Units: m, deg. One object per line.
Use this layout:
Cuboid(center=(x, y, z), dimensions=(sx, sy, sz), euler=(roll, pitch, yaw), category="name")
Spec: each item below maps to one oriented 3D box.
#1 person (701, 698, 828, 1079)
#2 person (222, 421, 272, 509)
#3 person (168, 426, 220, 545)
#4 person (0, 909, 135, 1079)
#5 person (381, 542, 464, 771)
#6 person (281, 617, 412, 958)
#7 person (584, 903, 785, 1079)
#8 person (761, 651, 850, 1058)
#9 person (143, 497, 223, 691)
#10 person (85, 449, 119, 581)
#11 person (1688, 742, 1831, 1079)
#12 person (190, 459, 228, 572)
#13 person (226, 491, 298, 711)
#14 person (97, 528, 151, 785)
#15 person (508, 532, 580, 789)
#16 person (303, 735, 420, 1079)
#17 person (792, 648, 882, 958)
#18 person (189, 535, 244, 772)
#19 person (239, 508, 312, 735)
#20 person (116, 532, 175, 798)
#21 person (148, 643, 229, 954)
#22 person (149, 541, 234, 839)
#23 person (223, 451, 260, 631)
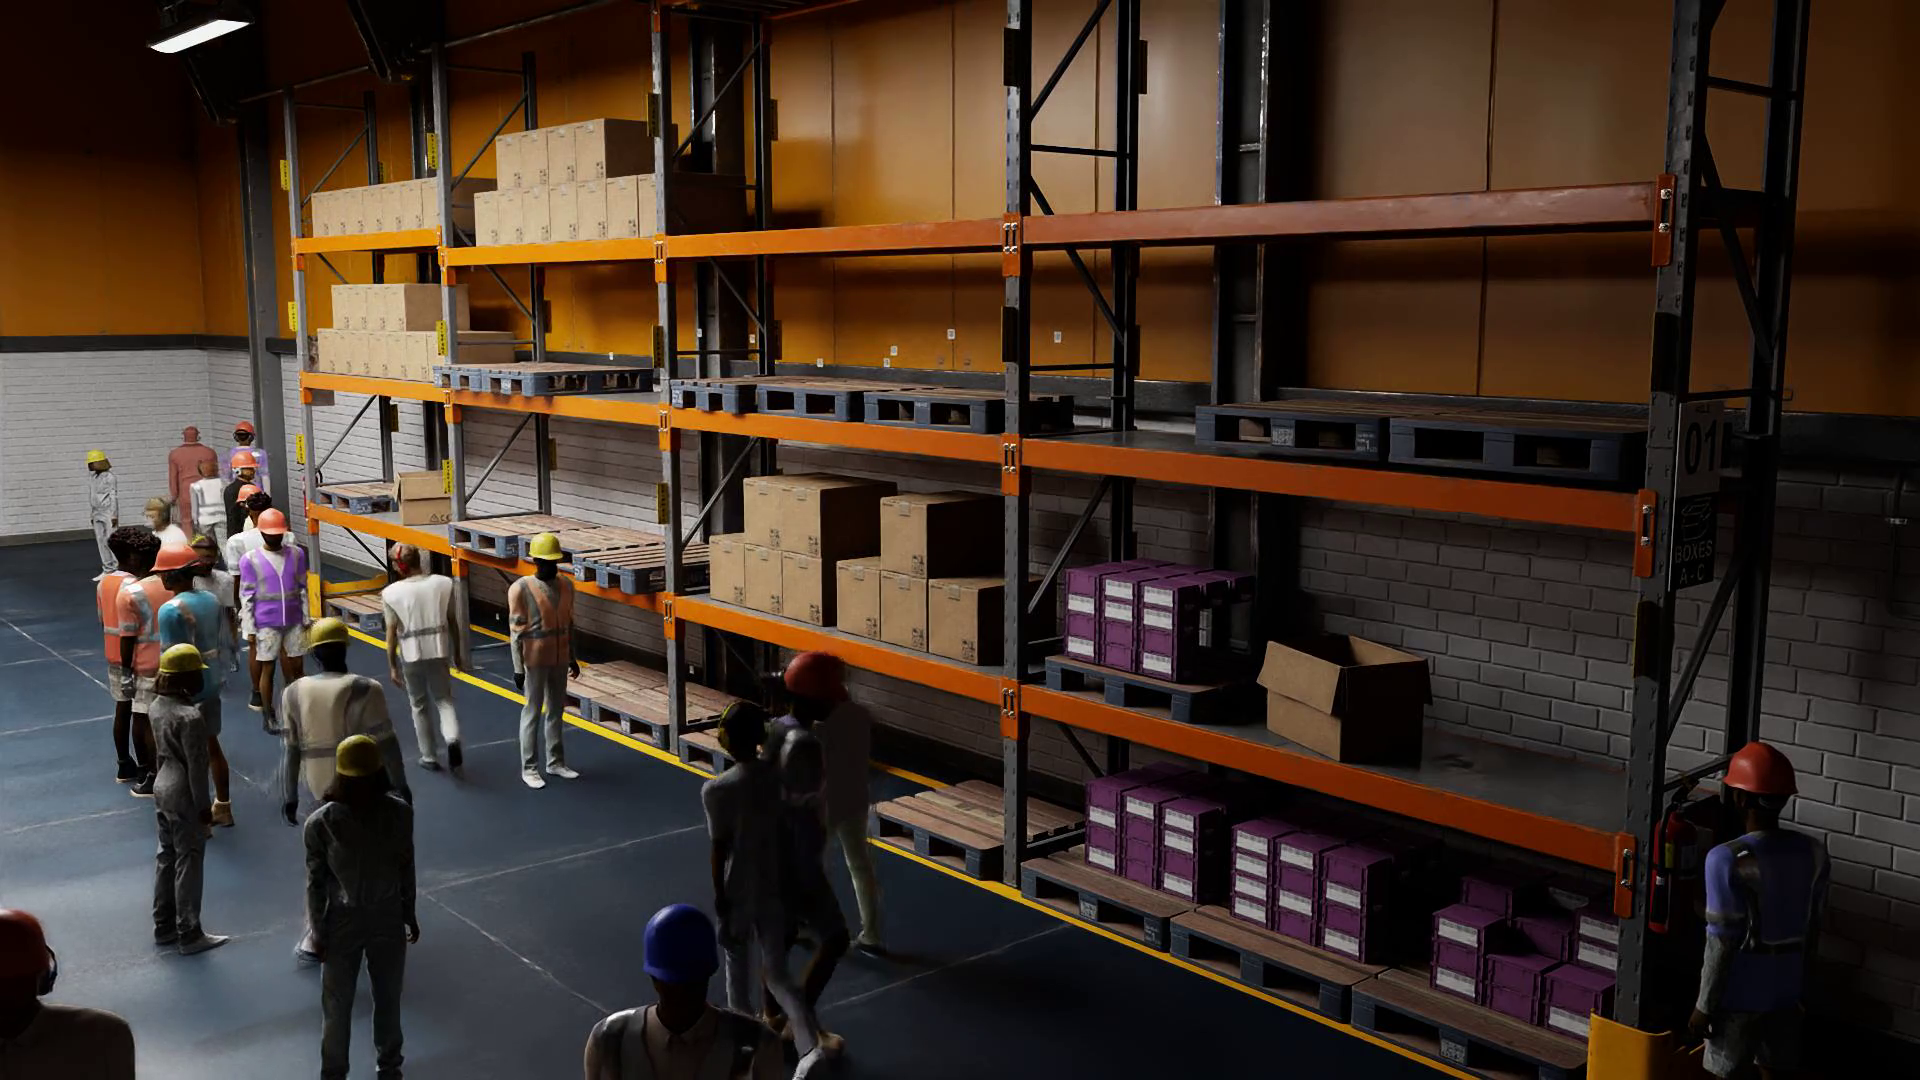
Cuboid(center=(-0.870, 1.660, 7.624), dimensions=(0.530, 1.825, 0.800), euler=(-5, 10, -32), category="person")
Cuboid(center=(-9.568, -0.577, 22.374), dimensions=(0.605, 2.037, 0.391), euler=(-1, 8, -5), category="person")
Cuboid(center=(-10.718, -0.645, 23.303), dimensions=(0.652, 1.904, 0.402), euler=(-5, 9, -30), category="person")
Cuboid(center=(-2.633, 1.990, 4.716), dimensions=(0.617, 1.986, 0.408), euler=(-4, 9, -24), category="person")
Cuboid(center=(-4.089, 0.917, 12.743), dimensions=(0.609, 1.811, 0.584), euler=(-5, 10, -33), category="person")
Cuboid(center=(-3.501, 1.384, 9.395), dimensions=(0.673, 1.865, 0.959), euler=(1, 8, 9), category="person")
Cuboid(center=(-0.799, 1.990, 4.826), dimensions=(0.607, 1.951, 0.378), euler=(0, 8, 1), category="person")
Cuboid(center=(-0.735, 1.508, 7.929), dimensions=(0.482, 2.016, 0.724), euler=(-4, 9, -24), category="person")
Cuboid(center=(-7.213, 0.536, 15.152), dimensions=(0.655, 1.883, 0.944), euler=(8, 11, 43), category="person")
Cuboid(center=(-11.137, -0.314, 21.602), dimensions=(0.490, 1.733, 0.318), euler=(4, 9, 26), category="person")
Cuboid(center=(3.102, 1.750, 6.541), dimensions=(0.549, 1.936, 0.376), euler=(-3, 9, -18), category="person")
Cuboid(center=(-9.673, -0.246, 21.543), dimensions=(0.525, 1.609, 0.761), euler=(-8, 11, -43), category="person")
Cuboid(center=(-6.194, 0.543, 14.846), dimensions=(0.604, 1.960, 0.369), euler=(-4, 9, -24), category="person")
Cuboid(center=(-6.200, 0.880, 12.486), dimensions=(0.602, 1.966, 0.368), euler=(6, 10, 36), category="person")
Cuboid(center=(-3.109, 0.893, 12.535), dimensions=(0.382, 1.924, 0.594), euler=(6, 10, 36), category="person")
Cuboid(center=(-2.653, 1.717, 7.437), dimensions=(0.488, 1.743, 0.317), euler=(-6, 10, -36), category="person")
Cuboid(center=(-0.746, 1.465, 9.313), dimensions=(0.847, 1.706, 0.582), euler=(7, 11, 39), category="person")
Cuboid(center=(-5.863, 0.876, 12.963), dimensions=(0.711, 1.836, 0.516), euler=(8, 11, 42), category="person")
Cuboid(center=(-5.747, 0.684, 14.020), dimensions=(0.549, 1.923, 0.390), euler=(-8, 11, -43), category="person")
Cuboid(center=(-5.934, 0.915, 12.291), dimensions=(0.385, 1.957, 0.603), euler=(4, 9, 24), category="person")
Cuboid(center=(-4.379, 1.443, 9.392), dimensions=(0.483, 1.734, 0.353), euler=(7, 11, 39), category="person")
Cuboid(center=(-5.254, 1.018, 11.325), dimensions=(0.423, 2.035, 0.601), euler=(1, 8, 5), category="person")
Cuboid(center=(-7.917, 0.007, 18.454), dimensions=(0.390, 1.995, 0.613), euler=(0, 8, 2), category="person")
